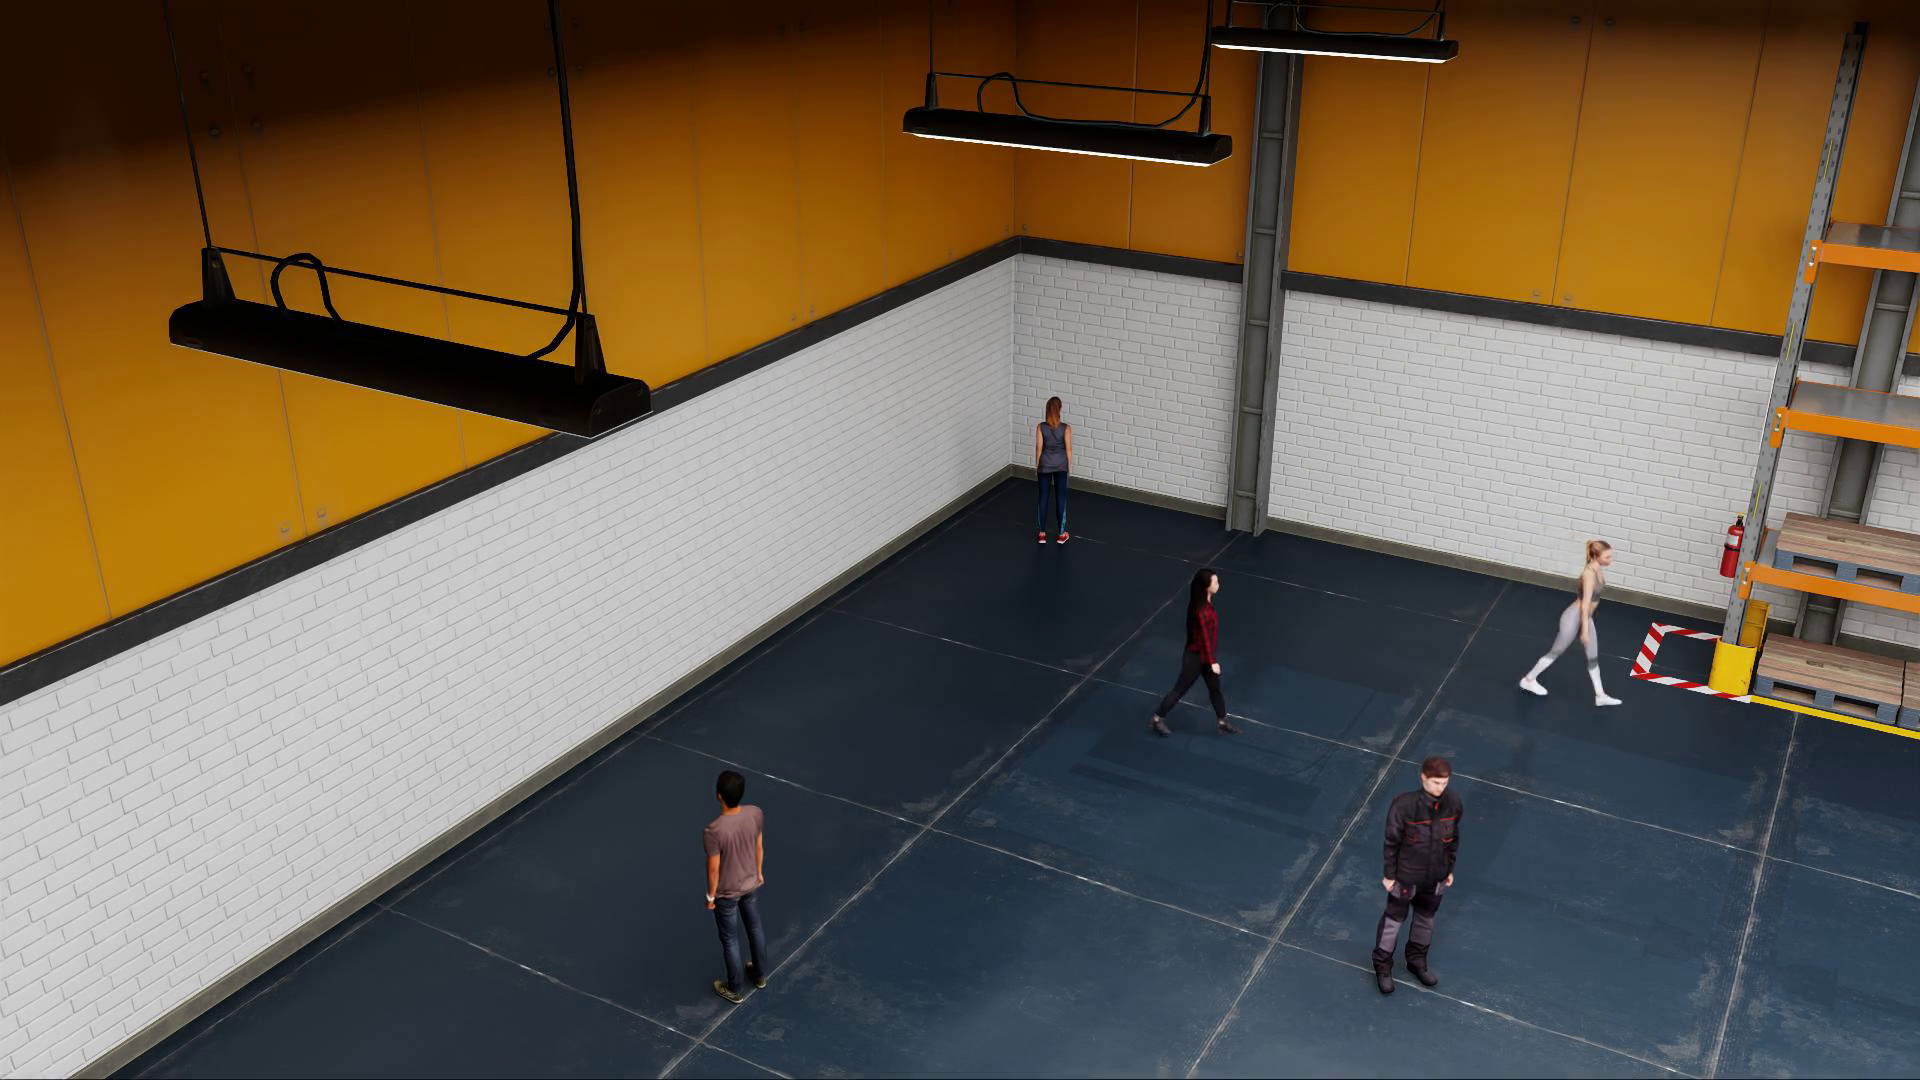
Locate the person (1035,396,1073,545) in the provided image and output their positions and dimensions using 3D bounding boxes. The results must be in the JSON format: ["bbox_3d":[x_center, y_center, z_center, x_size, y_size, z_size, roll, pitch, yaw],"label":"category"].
[{"bbox_3d":[1.046,-0.790,18.710,0.594,1.724,0.703,2,24,5],"label":"person"}]

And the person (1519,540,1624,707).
[{"bbox_3d":[5.578,0.748,15.281,1.171,1.652,0.678,13,27,28],"label":"person"}]

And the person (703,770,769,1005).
[{"bbox_3d":[-1.529,2.367,11.418,0.685,1.779,0.643,-21,31,-39],"label":"person"}]

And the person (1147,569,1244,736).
[{"bbox_3d":[2.007,1.043,14.656,1.141,1.612,0.815,5,24,11],"label":"person"}]

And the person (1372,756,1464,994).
[{"bbox_3d":[3.176,2.284,11.531,0.765,1.840,0.840,-5,24,-11],"label":"person"}]
